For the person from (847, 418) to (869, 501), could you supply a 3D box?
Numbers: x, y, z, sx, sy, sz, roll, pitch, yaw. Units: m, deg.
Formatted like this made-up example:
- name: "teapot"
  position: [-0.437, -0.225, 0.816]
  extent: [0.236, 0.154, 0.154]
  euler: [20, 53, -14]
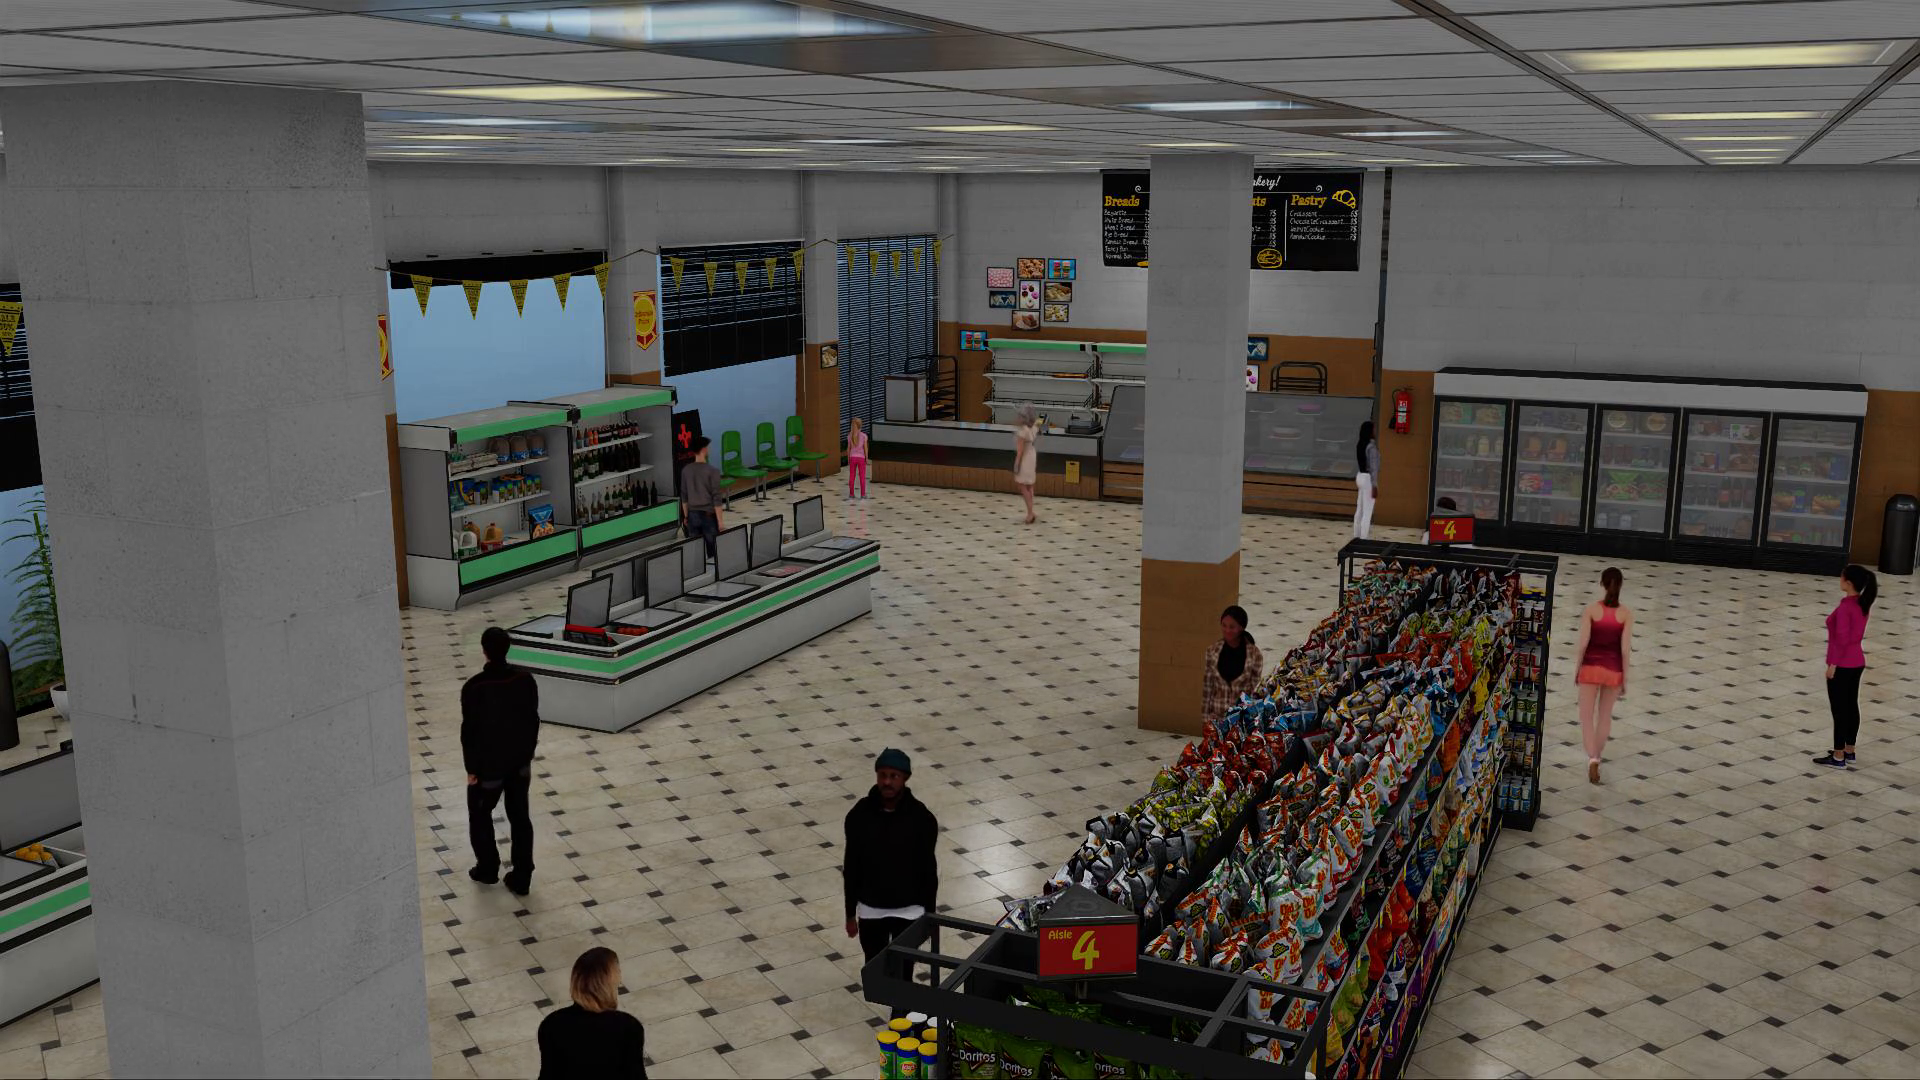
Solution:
- name: "person"
  position: [-1.583, -1.257, 25.630]
  extent: [0.521, 1.270, 0.540]
  euler: [2, 12, 11]

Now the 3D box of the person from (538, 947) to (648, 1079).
- name: "person"
  position: [-1.519, 2.535, 6.771]
  extent: [0.868, 1.622, 1.156]
  euler: [0, 12, 1]

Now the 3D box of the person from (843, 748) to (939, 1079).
- name: "person"
  position: [-0.352, 1.968, 9.032]
  extent: [0.844, 1.800, 1.167]
  euler: [2, 12, 11]

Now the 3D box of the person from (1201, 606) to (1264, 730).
- name: "person"
  position: [1.961, 1.339, 12.032]
  extent: [0.587, 1.793, 0.547]
  euler: [5, 13, 21]

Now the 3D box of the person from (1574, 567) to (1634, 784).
- name: "person"
  position: [5.140, 1.098, 13.334]
  extent: [0.687, 1.729, 1.105]
  euler: [3, 12, 16]

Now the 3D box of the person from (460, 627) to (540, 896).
- name: "person"
  position: [-3.032, 1.513, 11.139]
  extent: [0.860, 1.821, 0.952]
  euler: [-10, 15, -38]

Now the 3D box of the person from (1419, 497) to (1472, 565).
- name: "person"
  position: [4.606, 0.552, 15.742]
  extent: [1.159, 1.806, 1.260]
  euler: [-4, 12, -16]

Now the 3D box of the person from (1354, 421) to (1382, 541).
- name: "person"
  position: [5.381, -0.722, 21.992]
  extent: [0.731, 1.724, 0.618]
  euler: [-2, 12, -7]

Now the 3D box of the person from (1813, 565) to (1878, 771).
- name: "person"
  position: [7.312, 1.034, 13.710]
  extent: [0.639, 1.699, 0.740]
  euler: [-9, 15, -38]

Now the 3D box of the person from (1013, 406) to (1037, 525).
- name: "person"
  position: [0.981, -1.084, 23.755]
  extent: [0.722, 1.706, 0.489]
  euler: [9, 15, 37]

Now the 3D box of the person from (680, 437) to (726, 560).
- name: "person"
  position: [-2.992, -0.251, 19.320]
  extent: [0.677, 1.903, 0.562]
  euler: [5, 13, 23]
